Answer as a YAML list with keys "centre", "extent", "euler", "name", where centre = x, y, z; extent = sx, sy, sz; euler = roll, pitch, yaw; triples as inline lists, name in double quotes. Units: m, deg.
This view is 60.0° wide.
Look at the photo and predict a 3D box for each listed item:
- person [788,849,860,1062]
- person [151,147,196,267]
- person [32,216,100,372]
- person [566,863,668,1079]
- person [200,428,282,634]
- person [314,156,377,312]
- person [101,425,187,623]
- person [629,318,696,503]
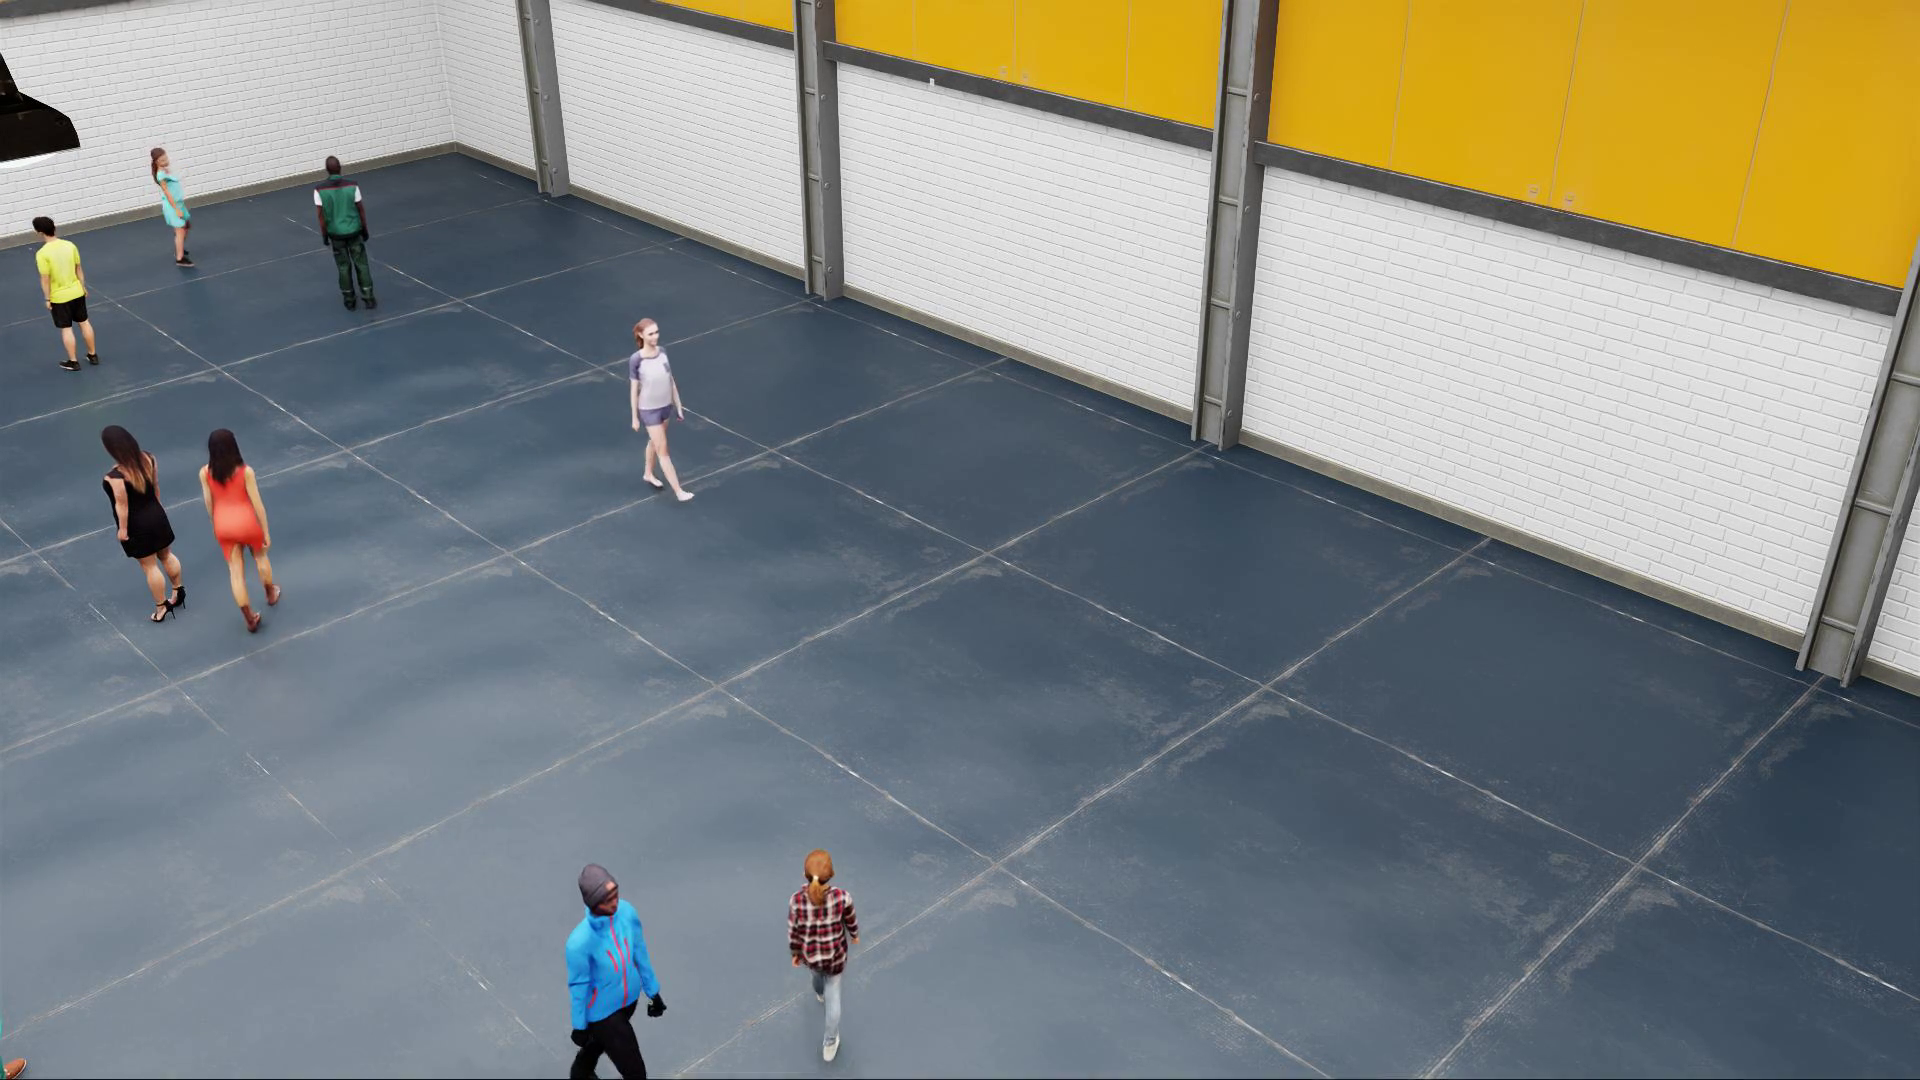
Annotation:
- centre: [-0.765, 2.342, 9.322]
  extent: [0.894, 1.268, 0.956]
  euler: [0, 29, 0]
  name: "person"
- centre: [-9.980, -4.237, 21.103]
  extent: [0.859, 1.537, 0.716]
  euler: [-12, 31, -20]
  name: "person"
- centre: [-9.747, -2.699, 18.106]
  extent: [0.622, 1.706, 0.677]
  euler: [20, 35, 32]
  name: "person"
- centre: [-1.889, 2.400, 8.710]
  extent: [1.215, 1.752, 0.828]
  euler: [16, 33, 27]
  name: "person"
- centre: [-5.759, -0.036, 13.235]
  extent: [0.861, 1.696, 0.979]
  euler: [-8, 30, -14]
  name: "person"
- centre: [-7.268, -3.623, 19.662]
  extent: [0.764, 1.837, 0.730]
  euler: [-11, 31, -20]
  name: "person"
- centre: [-6.570, -0.138, 13.404]
  extent: [0.781, 1.711, 0.760]
  euler: [6, 29, 11]
  name: "person"
- centre: [-2.869, -1.230, 15.390]
  extent: [1.081, 1.728, 0.631]
  euler: [23, 36, 35]
  name: "person"
